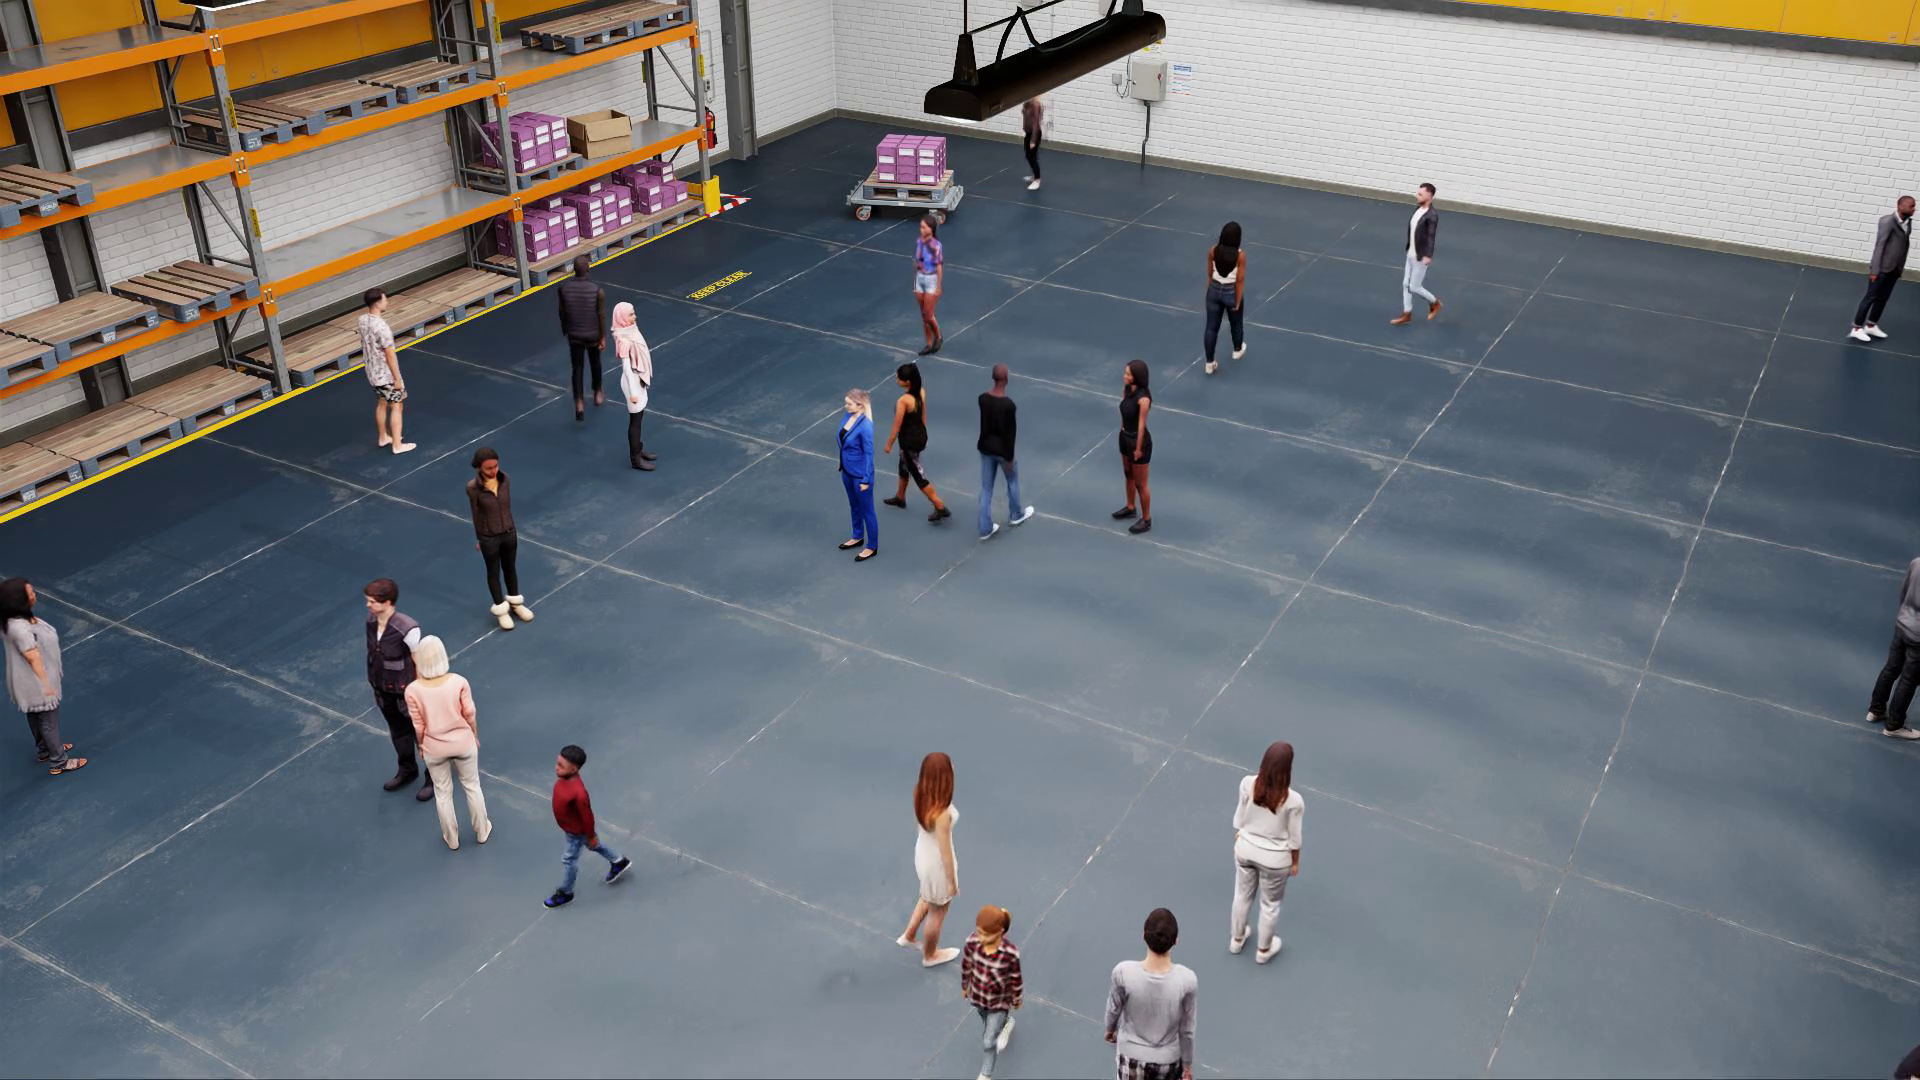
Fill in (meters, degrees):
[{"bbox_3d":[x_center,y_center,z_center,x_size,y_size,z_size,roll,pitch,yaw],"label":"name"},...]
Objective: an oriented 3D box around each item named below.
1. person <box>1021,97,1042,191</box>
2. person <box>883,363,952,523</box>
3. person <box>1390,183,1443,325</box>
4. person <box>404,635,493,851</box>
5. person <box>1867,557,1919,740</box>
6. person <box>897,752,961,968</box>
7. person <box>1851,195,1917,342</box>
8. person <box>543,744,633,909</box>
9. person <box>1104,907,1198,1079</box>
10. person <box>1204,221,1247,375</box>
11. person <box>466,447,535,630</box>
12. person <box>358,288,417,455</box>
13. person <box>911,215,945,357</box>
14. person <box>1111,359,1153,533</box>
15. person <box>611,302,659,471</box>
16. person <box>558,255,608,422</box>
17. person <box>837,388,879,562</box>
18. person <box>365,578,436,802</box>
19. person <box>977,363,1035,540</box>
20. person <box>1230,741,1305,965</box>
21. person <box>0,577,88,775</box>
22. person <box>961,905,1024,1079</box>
[{"bbox_3d":[1.160,-6.323,26.034,0.895,1.671,0.860,-3,29,-6],"label":"person"},{"bbox_3d":[-0.401,-0.934,16.186,0.719,1.641,0.995,12,31,21],"label":"person"},{"bbox_3d":[5.813,-3.559,20.813,1.004,1.819,0.958,-5,29,-9],"label":"person"},{"bbox_3d":[-3.622,1.433,11.759,0.664,1.724,0.737,-9,30,-16],"label":"person"},{"bbox_3d":[7.484,0.724,13.021,0.764,1.761,0.664,-2,29,-3],"label":"person"},{"bbox_3d":[-0.243,2.071,10.611,0.819,1.705,0.760,-11,30,-19],"label":"person"},{"bbox_3d":[11.373,-3.362,20.456,0.745,1.815,0.860,-13,31,-22],"label":"person"},{"bbox_3d":[-2.556,1.912,11.385,0.943,1.243,0.798,-14,31,-23],"label":"person"},{"bbox_3d":[1.029,2.861,9.061,0.945,1.802,1.230,4,29,7],"label":"person"},{"bbox_3d":[3.058,-2.800,19.469,0.677,1.774,1.047,13,31,22],"label":"person"},{"bbox_3d":[-4.059,-0.059,14.555,0.699,1.667,0.641,4,29,8],"label":"person"},{"bbox_3d":[-6.112,-1.788,17.577,0.715,1.808,0.625,21,35,34],"label":"person"},{"bbox_3d":[-0.318,-3.063,19.993,0.667,1.734,0.681,25,38,38],"label":"person"},{"bbox_3d":[1.697,-0.926,16.073,0.706,1.735,0.673,-12,31,-20],"label":"person"},{"bbox_3d":[-3.388,-1.606,17.248,0.799,1.804,0.708,-1,29,-2],"label":"person"},{"bbox_3d":[-4.164,-2.200,18.342,1.101,1.799,1.287,-3,29,-5],"label":"person"},{"bbox_3d":[-0.941,-0.638,15.581,0.698,1.700,0.700,-17,33,-28],"label":"person"},{"bbox_3d":[-4.123,1.072,12.291,0.640,1.849,0.556,14,32,24],"label":"person"},{"bbox_3d":[0.298,-0.804,15.867,0.661,1.718,0.948,19,34,31],"label":"person"},{"bbox_3d":[1.963,2.015,10.732,0.600,1.687,0.537,15,32,25],"label":"person"},{"bbox_3d":[-7.049,1.018,12.640,0.699,1.610,0.731,25,37,38],"label":"person"},{"bbox_3d":[0.215,2.667,9.958,0.532,1.284,0.886,15,32,26],"label":"person"}]
